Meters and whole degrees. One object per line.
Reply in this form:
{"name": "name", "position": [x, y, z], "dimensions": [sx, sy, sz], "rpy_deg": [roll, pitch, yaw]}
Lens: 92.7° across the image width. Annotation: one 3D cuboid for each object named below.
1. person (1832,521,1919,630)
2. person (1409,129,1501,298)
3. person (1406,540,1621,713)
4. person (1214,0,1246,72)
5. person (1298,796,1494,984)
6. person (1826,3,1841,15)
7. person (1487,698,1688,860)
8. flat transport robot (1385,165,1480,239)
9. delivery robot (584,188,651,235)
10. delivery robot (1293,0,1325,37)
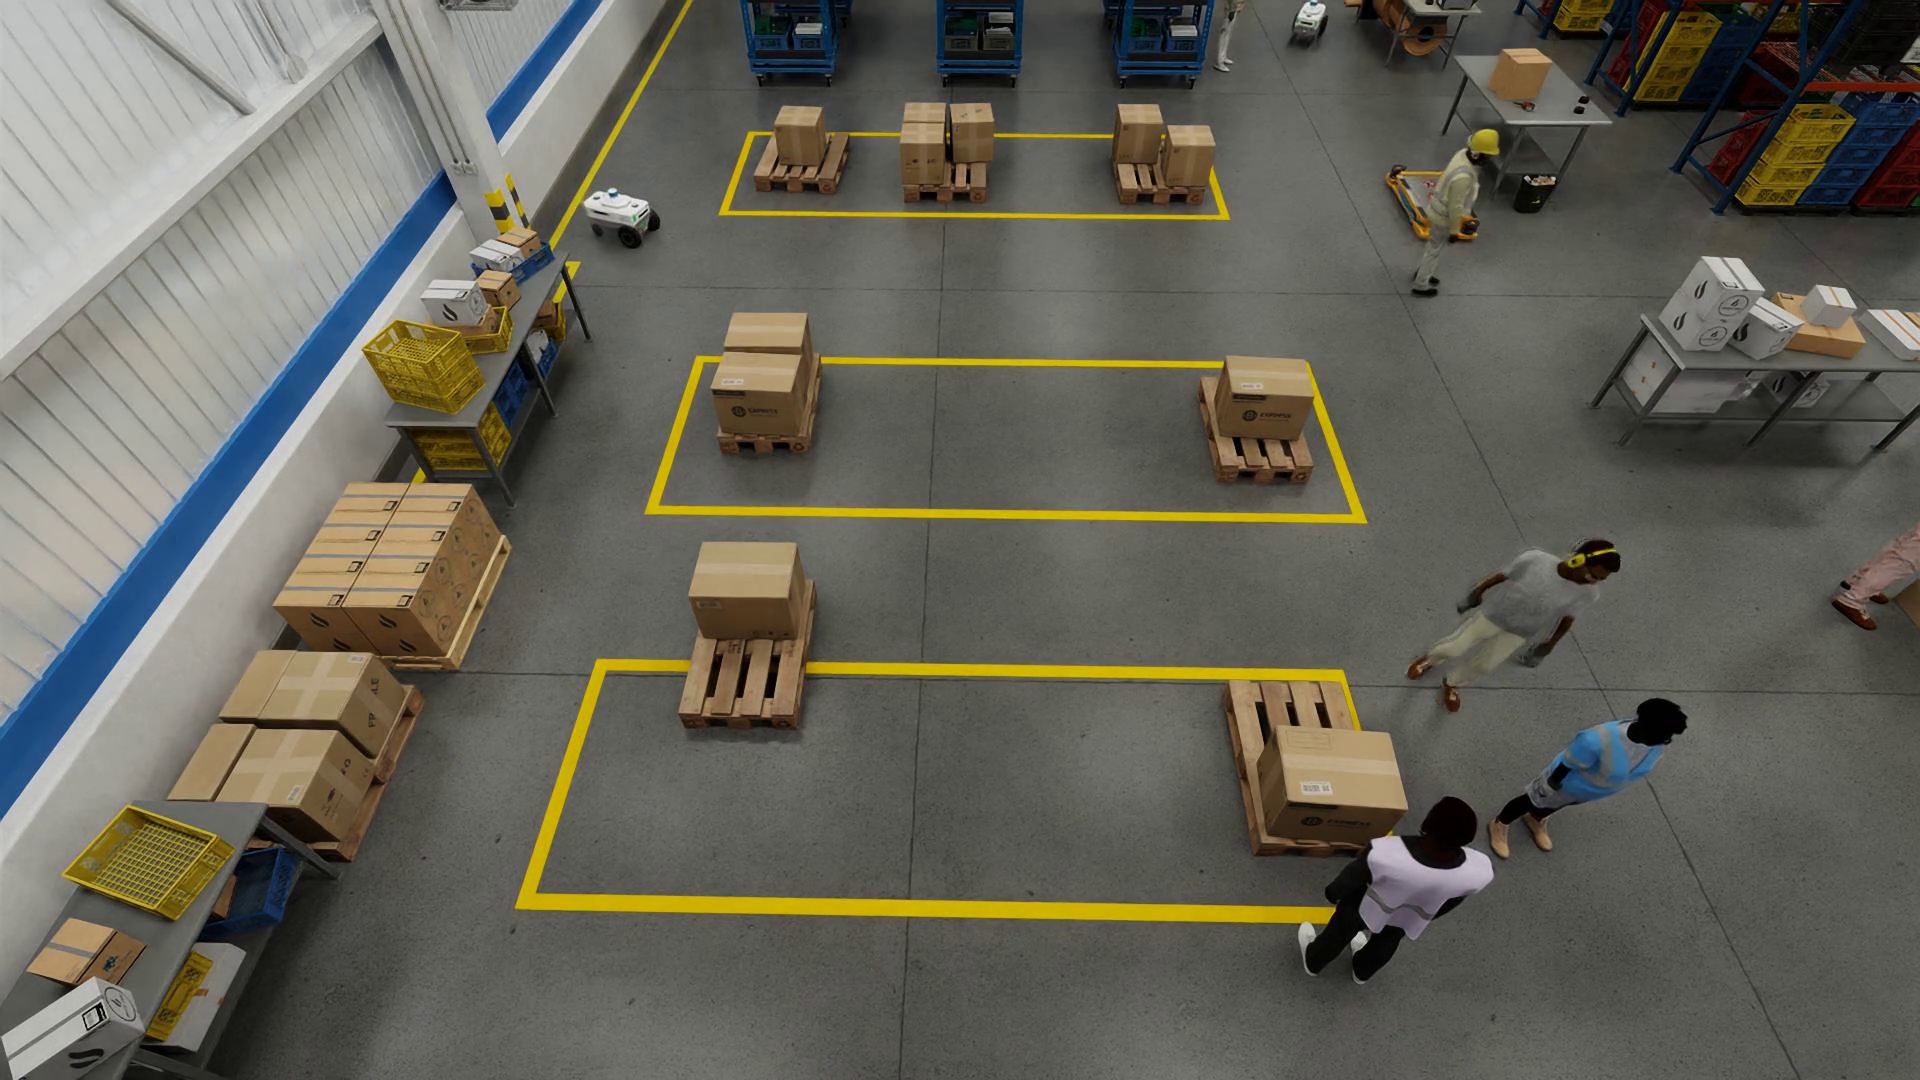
{"name": "person", "position": [7.118, -0.108, 6.535], "dimensions": [0.652, 1.906, 0.402], "rpy_deg": [-35, 58, -26]}
{"name": "person", "position": [5.003, -3.332, 9.384], "dimensions": [0.420, 1.818, 0.598], "rpy_deg": [18, 52, 15]}
{"name": "person", "position": [3.607, 0.540, 6.034], "dimensions": [0.635, 1.815, 0.362], "rpy_deg": [27, 54, 21]}
{"name": "person", "position": [3.978, -7.733, 13.308], "dimensions": [0.309, 1.641, 0.512], "rpy_deg": [18, 51, 15]}
{"name": "person", "position": [2.243, 1.899, 4.797], "dimensions": [0.592, 1.910, 0.384], "rpy_deg": [7, 49, 6]}
{"name": "person", "position": [12.672, -7.741, 13.158], "dimensions": [0.355, 1.882, 0.575], "rpy_deg": [25, 54, 20]}
{"name": "person", "position": [3.659, 1.399, 5.365], "dimensions": [0.538, 1.698, 0.320], "rpy_deg": [-5, 49, -5]}
{"name": "flat transport robot", "position": [5.692, -4.094, 11.059], "dimensions": [0.652, 0.197, 1.431], "rpy_deg": [1, 49, 1]}
{"name": "delivery robot", "position": [-3.941, -3.803, 10.560], "dimensions": [0.707, 0.478, 0.477], "rpy_deg": [15, 51, 13]}
{"name": "delivery robot", "position": [5.483, -8.186, 14.354], "dimensions": [0.477, 0.478, 0.707], "rpy_deg": [19, 52, 15]}
